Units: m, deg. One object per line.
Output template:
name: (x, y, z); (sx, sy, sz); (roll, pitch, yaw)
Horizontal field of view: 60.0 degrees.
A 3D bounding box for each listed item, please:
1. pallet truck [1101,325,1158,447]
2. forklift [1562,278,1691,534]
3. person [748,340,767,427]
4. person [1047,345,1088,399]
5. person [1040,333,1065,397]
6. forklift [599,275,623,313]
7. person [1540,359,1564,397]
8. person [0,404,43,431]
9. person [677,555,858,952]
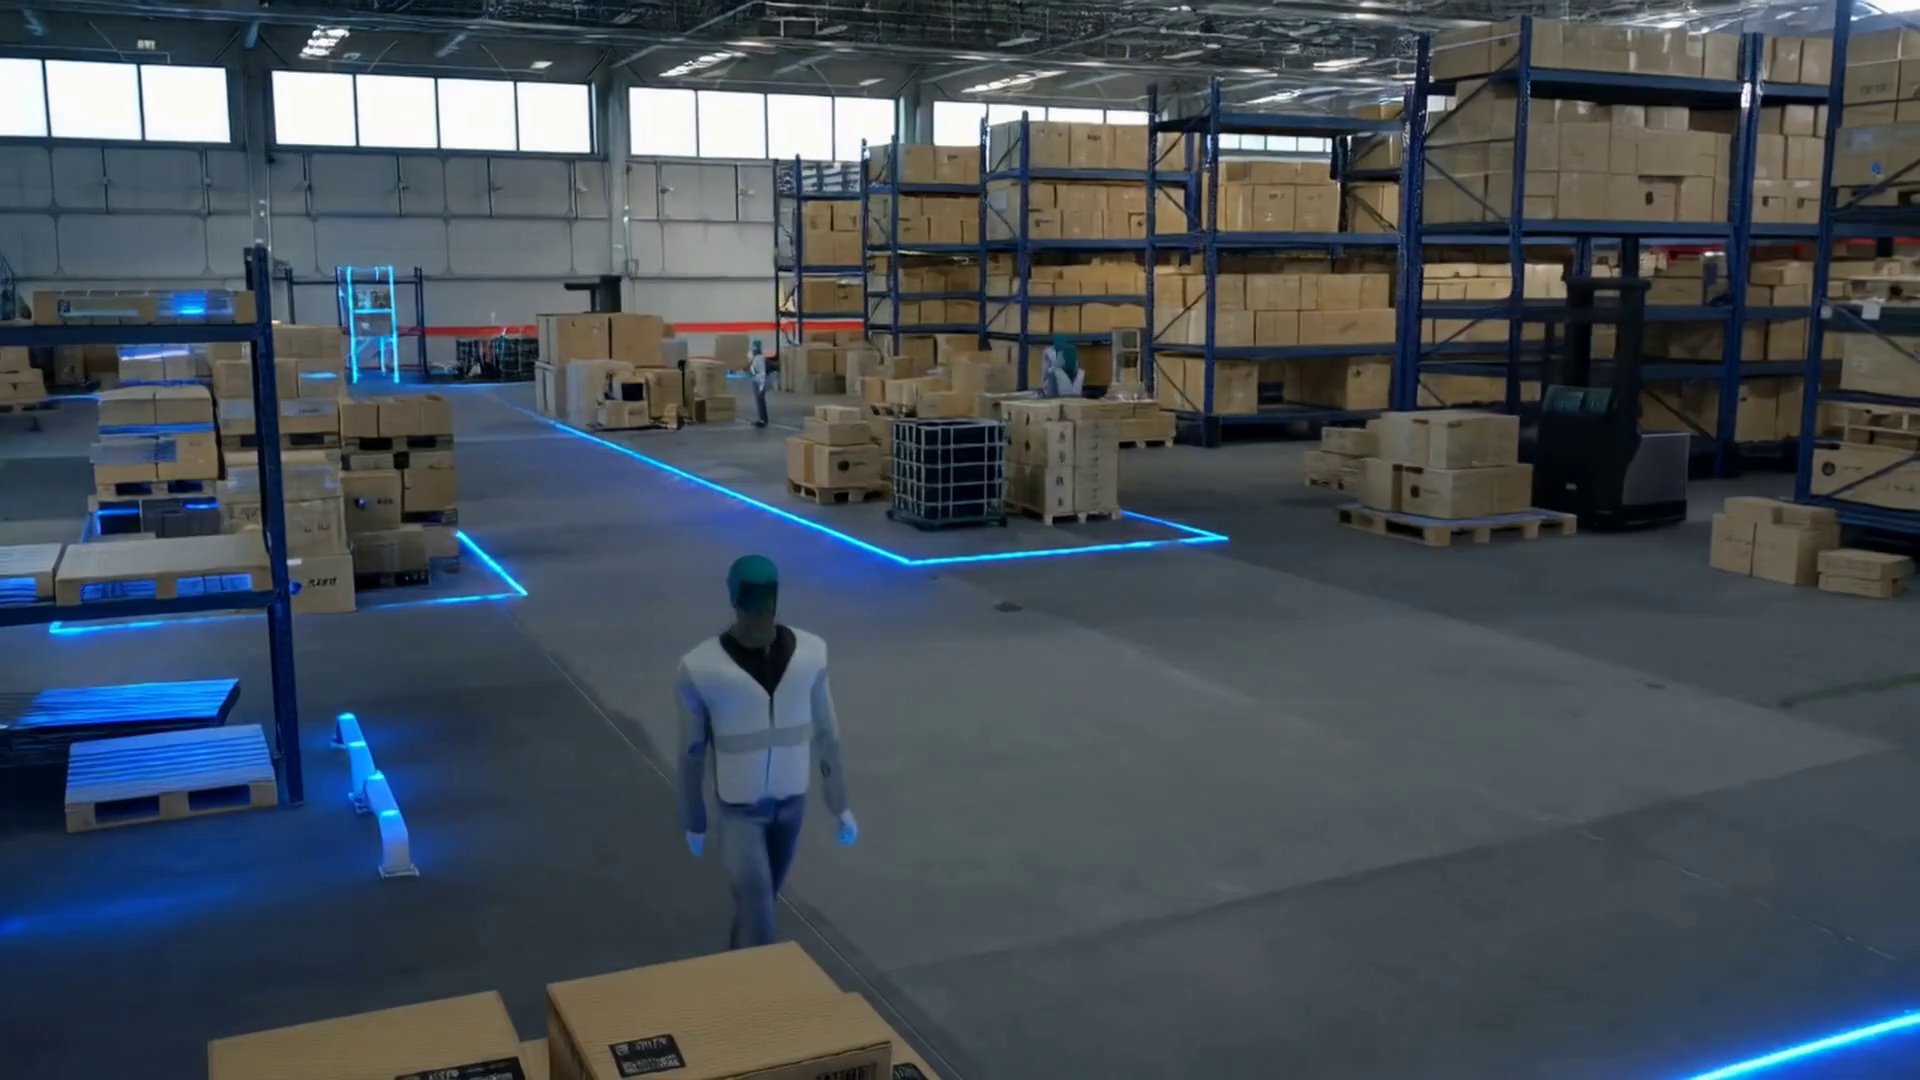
pallet truck: (2.881, -2.596, 27.923); (0.823, 1.965, 1.885); (-1, 9, -7)
forklift: (7.230, -1.558, 18.753); (1.873, 2.768, 1.129); (-4, 10, -25)
person: (-3.779, -2.916, 31.052); (0.316, 1.632, 0.516); (-4, 10, -25)
person: (1.504, -1.704, 22.700); (0.641, 1.895, 0.688); (-6, 11, -35)
person: (1.737, -2.768, 29.593); (0.633, 1.808, 0.879); (0, 9, 1)
forklift: (-8.482, -5.073, 40.560); (1.873, 2.768, 1.129); (-4, 10, -25)
person: (7.283, -1.262, 20.081); (0.640, 1.857, 0.370); (-1, 9, -5)
person: (-17.216, -2.916, 30.281); (1.013, 1.892, 0.640); (3, 10, 16)
person: (-0.728, 0.972, 6.199); (0.593, 1.868, 1.007); (-6, 11, -32)
